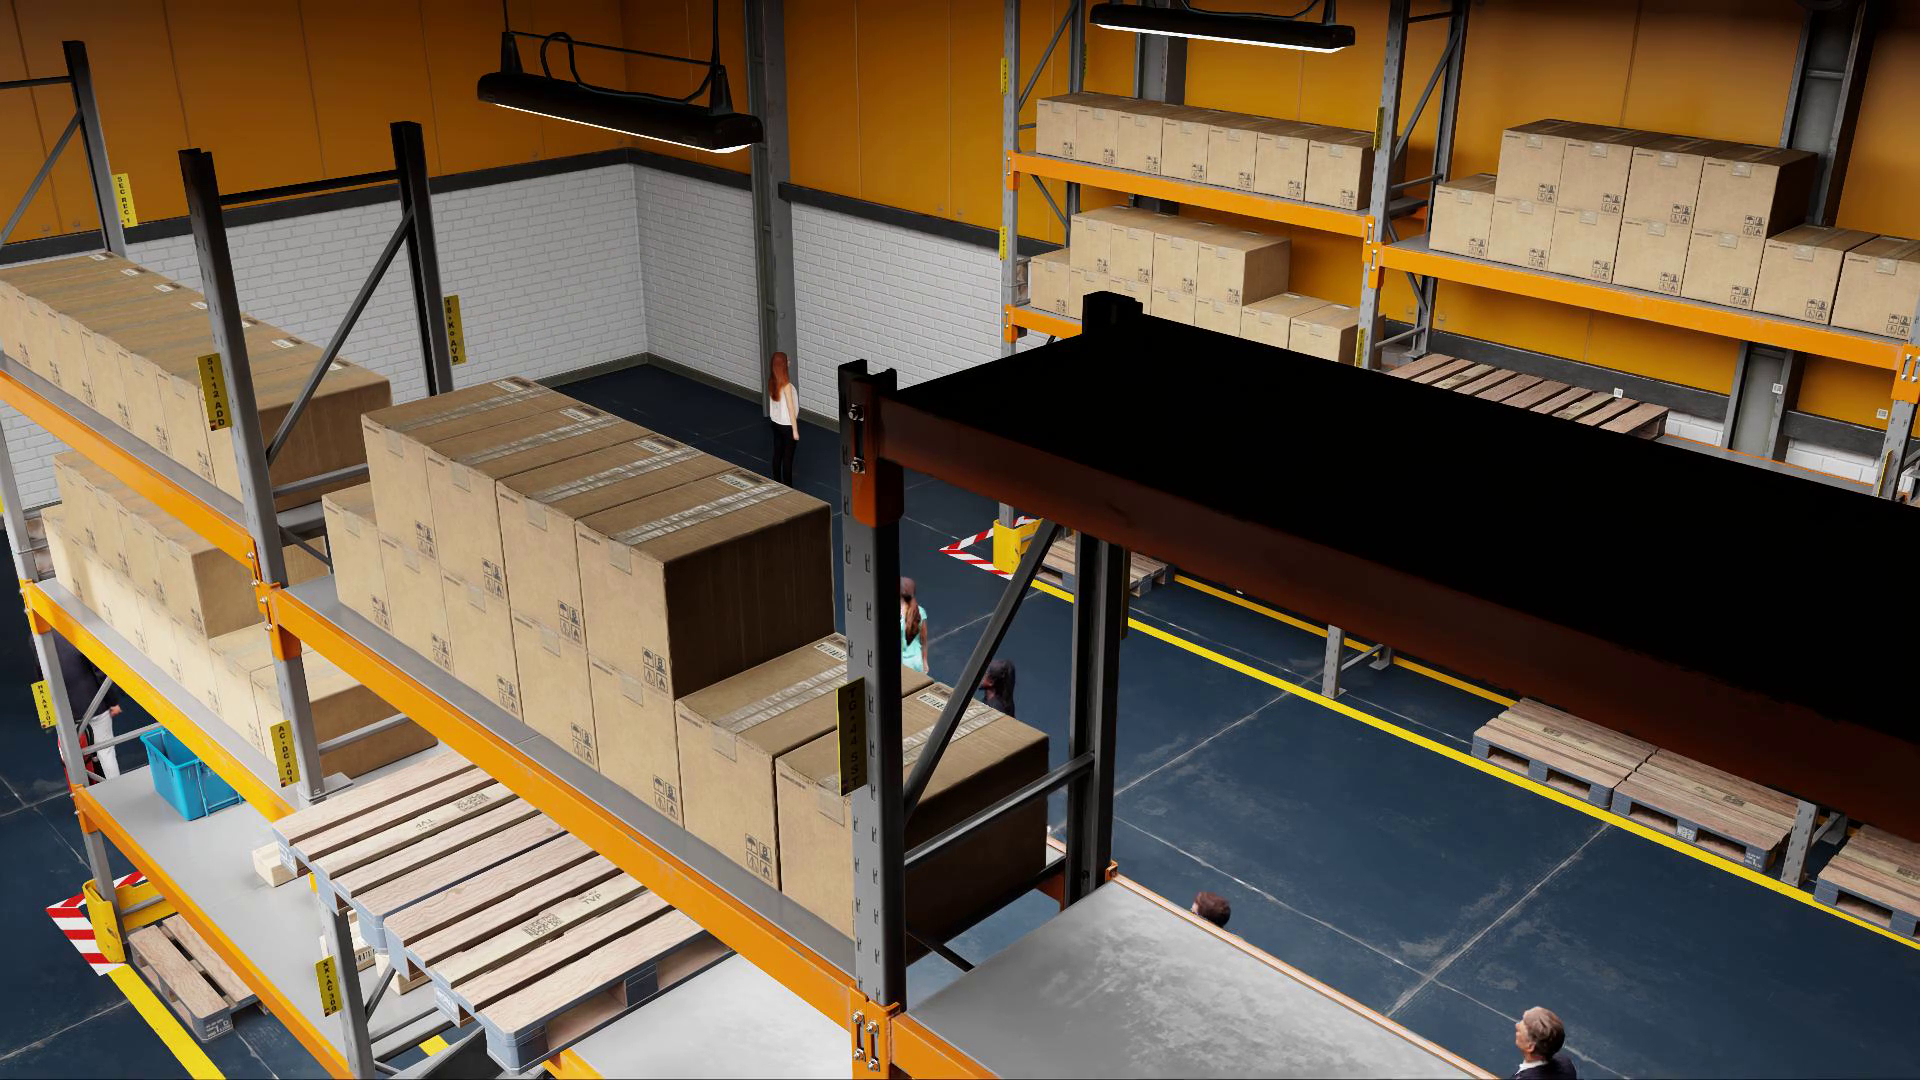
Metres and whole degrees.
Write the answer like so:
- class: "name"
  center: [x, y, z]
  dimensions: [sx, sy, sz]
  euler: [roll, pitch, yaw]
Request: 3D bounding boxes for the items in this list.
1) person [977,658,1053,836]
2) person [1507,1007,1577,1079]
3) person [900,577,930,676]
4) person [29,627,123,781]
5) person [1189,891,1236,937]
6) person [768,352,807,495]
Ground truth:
- class: "person"
  center: [0.284, 1.632, 12.179]
  dimensions: [1.119, 1.712, 0.993]
  euler: [2, 24, 5]
- class: "person"
  center: [2.939, 3.216, 8.482]
  dimensions: [0.687, 1.773, 1.135]
  euler: [-21, 31, -39]
- class: "person"
  center: [-0.406, 1.042, 13.733]
  dimensions: [0.542, 1.549, 0.559]
  euler: [-20, 31, -38]
- class: "person"
  center: [-6.787, 1.225, 12.817]
  dimensions: [0.780, 1.948, 0.853]
  euler: [1, 24, 3]
- class: "person"
  center: [1.448, 2.822, 9.312]
  dimensions: [1.150, 1.829, 0.865]
  euler: [12, 26, 26]
- class: "person"
  center: [-2.006, -1.304, 18.884]
  dimensions: [0.654, 1.722, 0.474]
  euler: [-17, 29, -34]
